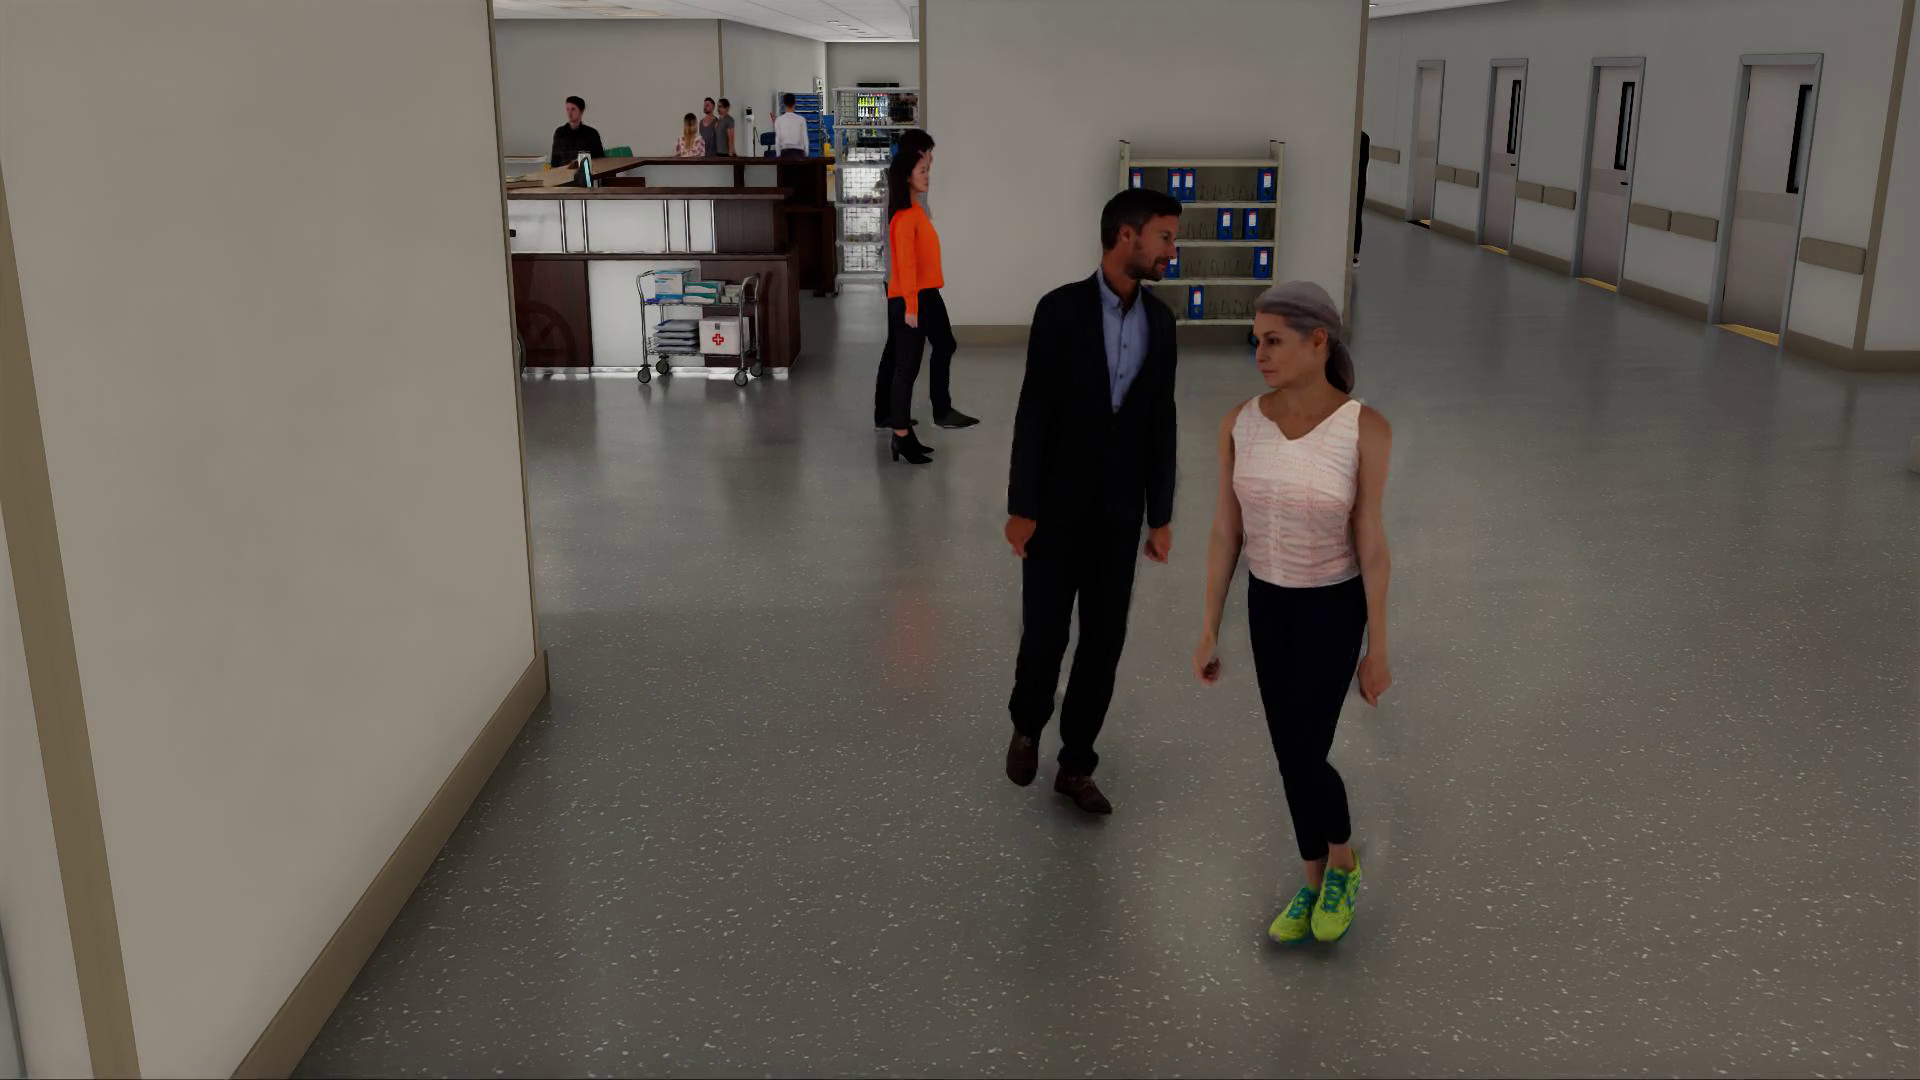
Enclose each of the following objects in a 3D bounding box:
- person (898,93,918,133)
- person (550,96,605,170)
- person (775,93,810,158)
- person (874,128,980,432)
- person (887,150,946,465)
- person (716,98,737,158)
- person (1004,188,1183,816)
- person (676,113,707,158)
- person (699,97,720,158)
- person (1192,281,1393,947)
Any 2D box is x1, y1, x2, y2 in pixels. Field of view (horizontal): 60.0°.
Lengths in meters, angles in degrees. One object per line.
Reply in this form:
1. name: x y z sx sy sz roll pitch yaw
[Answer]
1. person: -1.440 -11.199 44.693 1.166 1.626 1.170 -10 18 -31
2. person: -3.900 -3.568 17.155 1.257 1.881 0.987 4 16 14
3. person: -2.437 -5.522 24.205 1.167 1.816 0.702 0 16 1
4. person: -0.397 -1.541 10.079 0.951 1.820 0.841 -5 16 -17
5. person: -0.288 -1.329 9.458 0.552 1.749 0.624 1 16 3
6. person: -3.695 -6.123 26.455 0.847 1.752 0.788 -10 19 -33
7. person: 0.381 -0.103 4.938 0.791 1.842 0.882 -3 16 -11
8. person: -3.612 -4.872 22.283 0.962 1.609 0.676 1 16 4
9. person: -4.012 -6.195 26.836 0.665 1.850 0.792 8 18 27
10. person: 0.895 0.196 4.171 0.736 1.681 0.800 13 20 38
